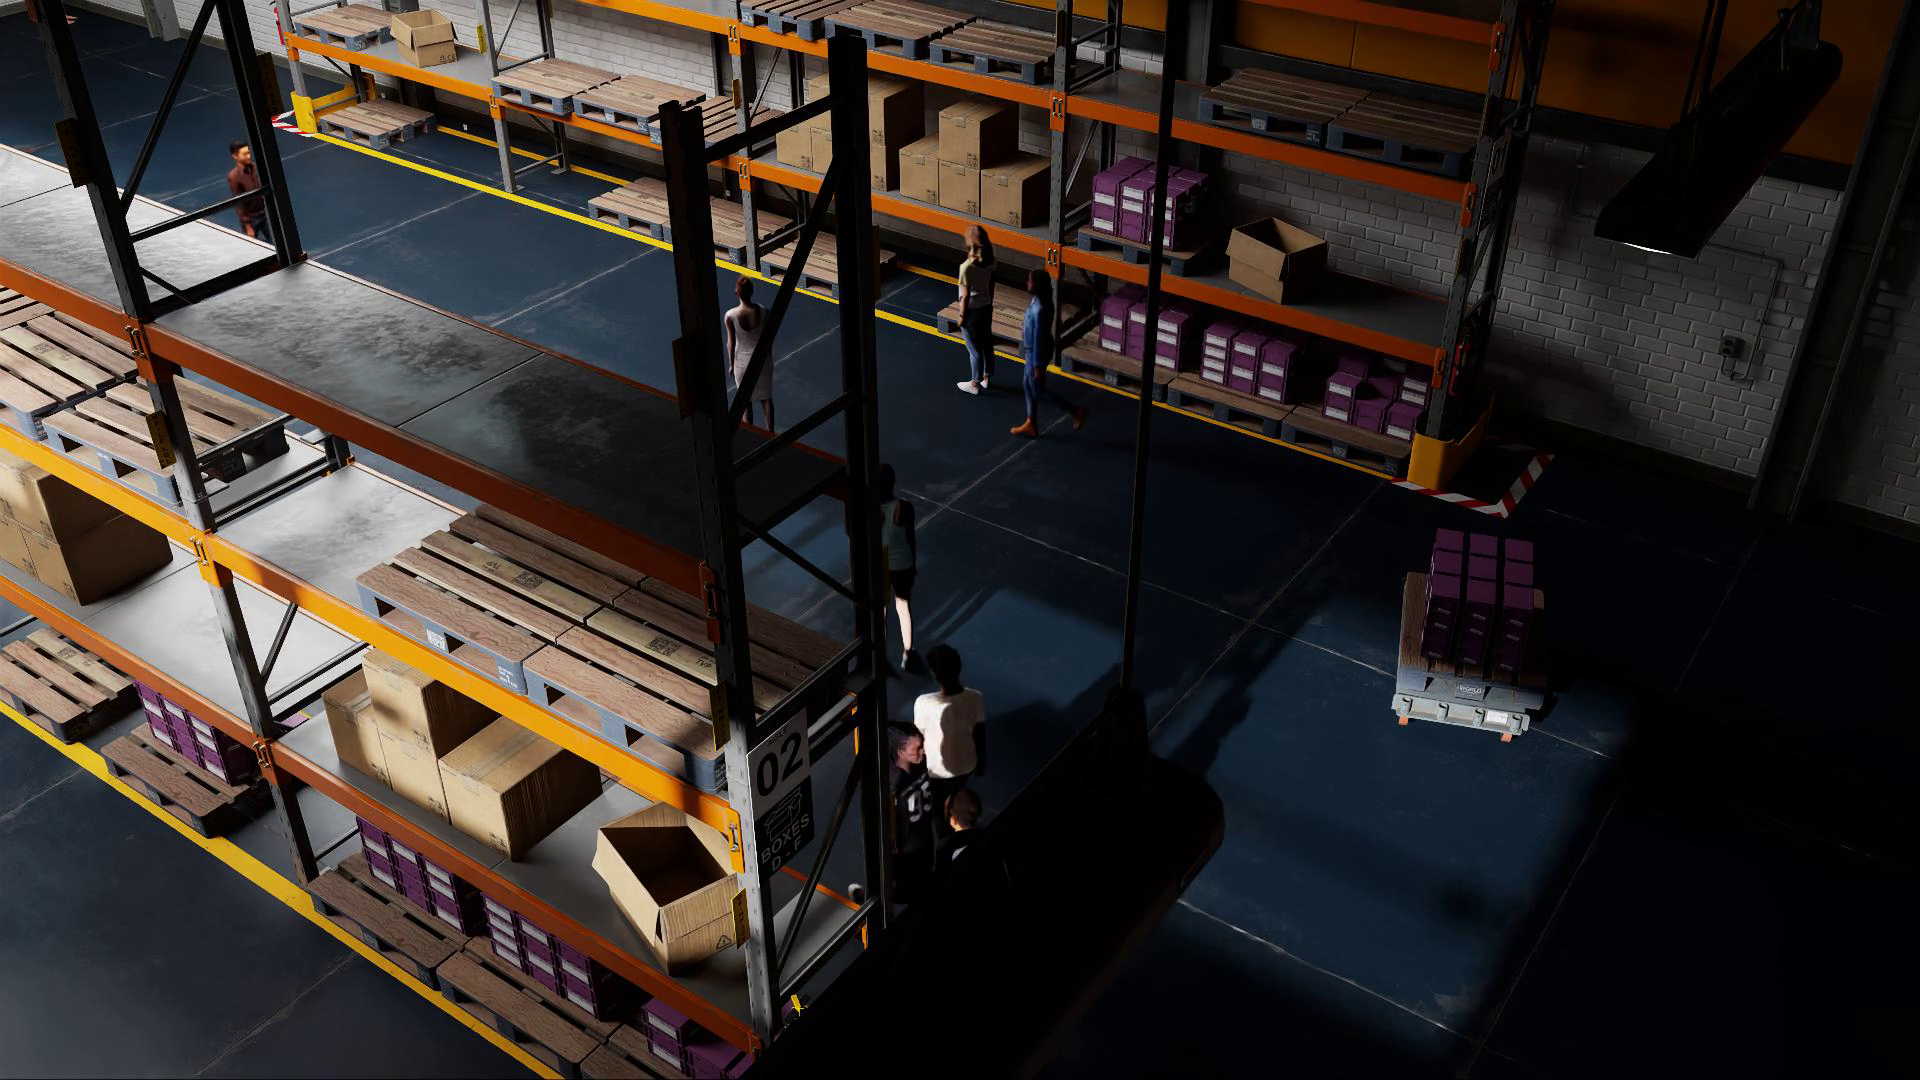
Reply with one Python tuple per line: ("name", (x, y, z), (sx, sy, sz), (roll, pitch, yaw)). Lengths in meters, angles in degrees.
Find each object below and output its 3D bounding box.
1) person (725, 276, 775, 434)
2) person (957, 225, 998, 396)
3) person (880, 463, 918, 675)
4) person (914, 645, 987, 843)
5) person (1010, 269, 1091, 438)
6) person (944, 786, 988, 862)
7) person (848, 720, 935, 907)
("person", (-1.872, -1.561, 14.962), (0.632, 1.791, 0.680), (-8, 34, -11))
("person", (0.170, -2.213, 16.000), (0.576, 1.726, 0.652), (27, 42, 34))
("person", (-0.524, 0.207, 12.325), (0.667, 1.764, 0.733), (-5, 34, -7))
("person", (-0.057, 1.453, 10.519), (0.966, 1.688, 1.130), (-12, 35, -17))
("person", (0.813, -1.663, 15.205), (1.076, 1.690, 0.885), (5, 34, 8))
("person", (0.102, 2.162, 9.351), (0.626, 1.801, 0.676), (19, 38, 26))
("person", (-0.390, 1.782, 9.996), (0.915, 1.719, 0.664), (17, 37, 24))
